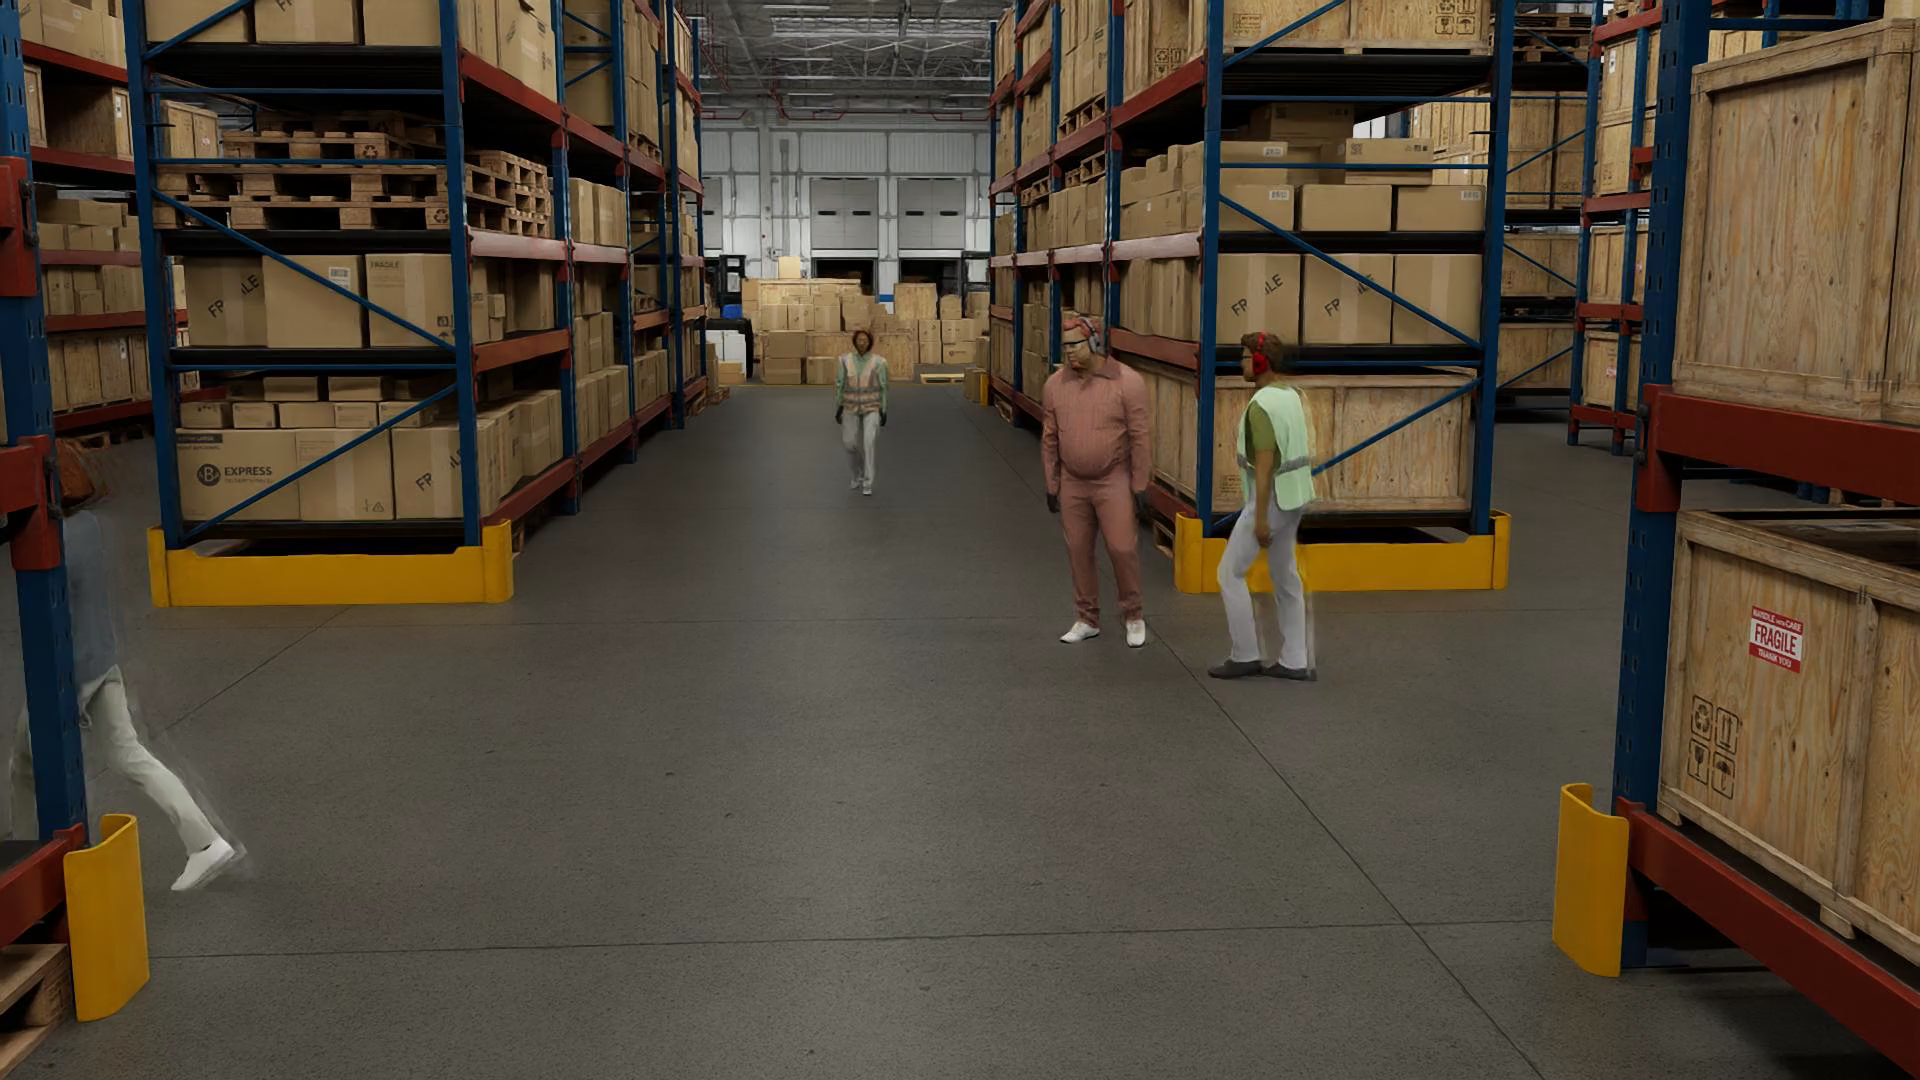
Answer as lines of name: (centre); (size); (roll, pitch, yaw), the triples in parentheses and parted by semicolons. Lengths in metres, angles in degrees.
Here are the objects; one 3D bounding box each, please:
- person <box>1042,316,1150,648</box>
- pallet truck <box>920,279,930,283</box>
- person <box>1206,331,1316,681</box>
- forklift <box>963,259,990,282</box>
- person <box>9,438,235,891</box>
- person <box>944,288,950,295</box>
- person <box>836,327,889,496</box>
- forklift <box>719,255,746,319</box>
person: (0.766, -0.324, 9.477); (0.672, 1.888, 0.427); (5, 11, 31)
pallet truck: (-0.932, -8.922, 63.114); (1.885, 1.965, 0.823); (2, 9, 13)
person: (1.553, -0.165, 8.677); (0.649, 1.825, 0.566); (6, 11, 32)
forklift: (0.502, -7.134, 49.122); (1.129, 2.768, 1.873); (-2, 9, -11)
person: (-2.917, 0.443, 5.566); (0.836, 1.598, 0.494); (-1, 9, -4)
person: (-0.534, -9.058, 65.190); (0.837, 1.592, 0.548); (-8, 12, -41)
person: (-0.941, -1.236, 16.014); (0.533, 1.622, 0.368); (2, 9, 10)
forklift: (-7.876, -8.525, 57.858); (1.129, 2.768, 1.873); (-9, 12, -43)
